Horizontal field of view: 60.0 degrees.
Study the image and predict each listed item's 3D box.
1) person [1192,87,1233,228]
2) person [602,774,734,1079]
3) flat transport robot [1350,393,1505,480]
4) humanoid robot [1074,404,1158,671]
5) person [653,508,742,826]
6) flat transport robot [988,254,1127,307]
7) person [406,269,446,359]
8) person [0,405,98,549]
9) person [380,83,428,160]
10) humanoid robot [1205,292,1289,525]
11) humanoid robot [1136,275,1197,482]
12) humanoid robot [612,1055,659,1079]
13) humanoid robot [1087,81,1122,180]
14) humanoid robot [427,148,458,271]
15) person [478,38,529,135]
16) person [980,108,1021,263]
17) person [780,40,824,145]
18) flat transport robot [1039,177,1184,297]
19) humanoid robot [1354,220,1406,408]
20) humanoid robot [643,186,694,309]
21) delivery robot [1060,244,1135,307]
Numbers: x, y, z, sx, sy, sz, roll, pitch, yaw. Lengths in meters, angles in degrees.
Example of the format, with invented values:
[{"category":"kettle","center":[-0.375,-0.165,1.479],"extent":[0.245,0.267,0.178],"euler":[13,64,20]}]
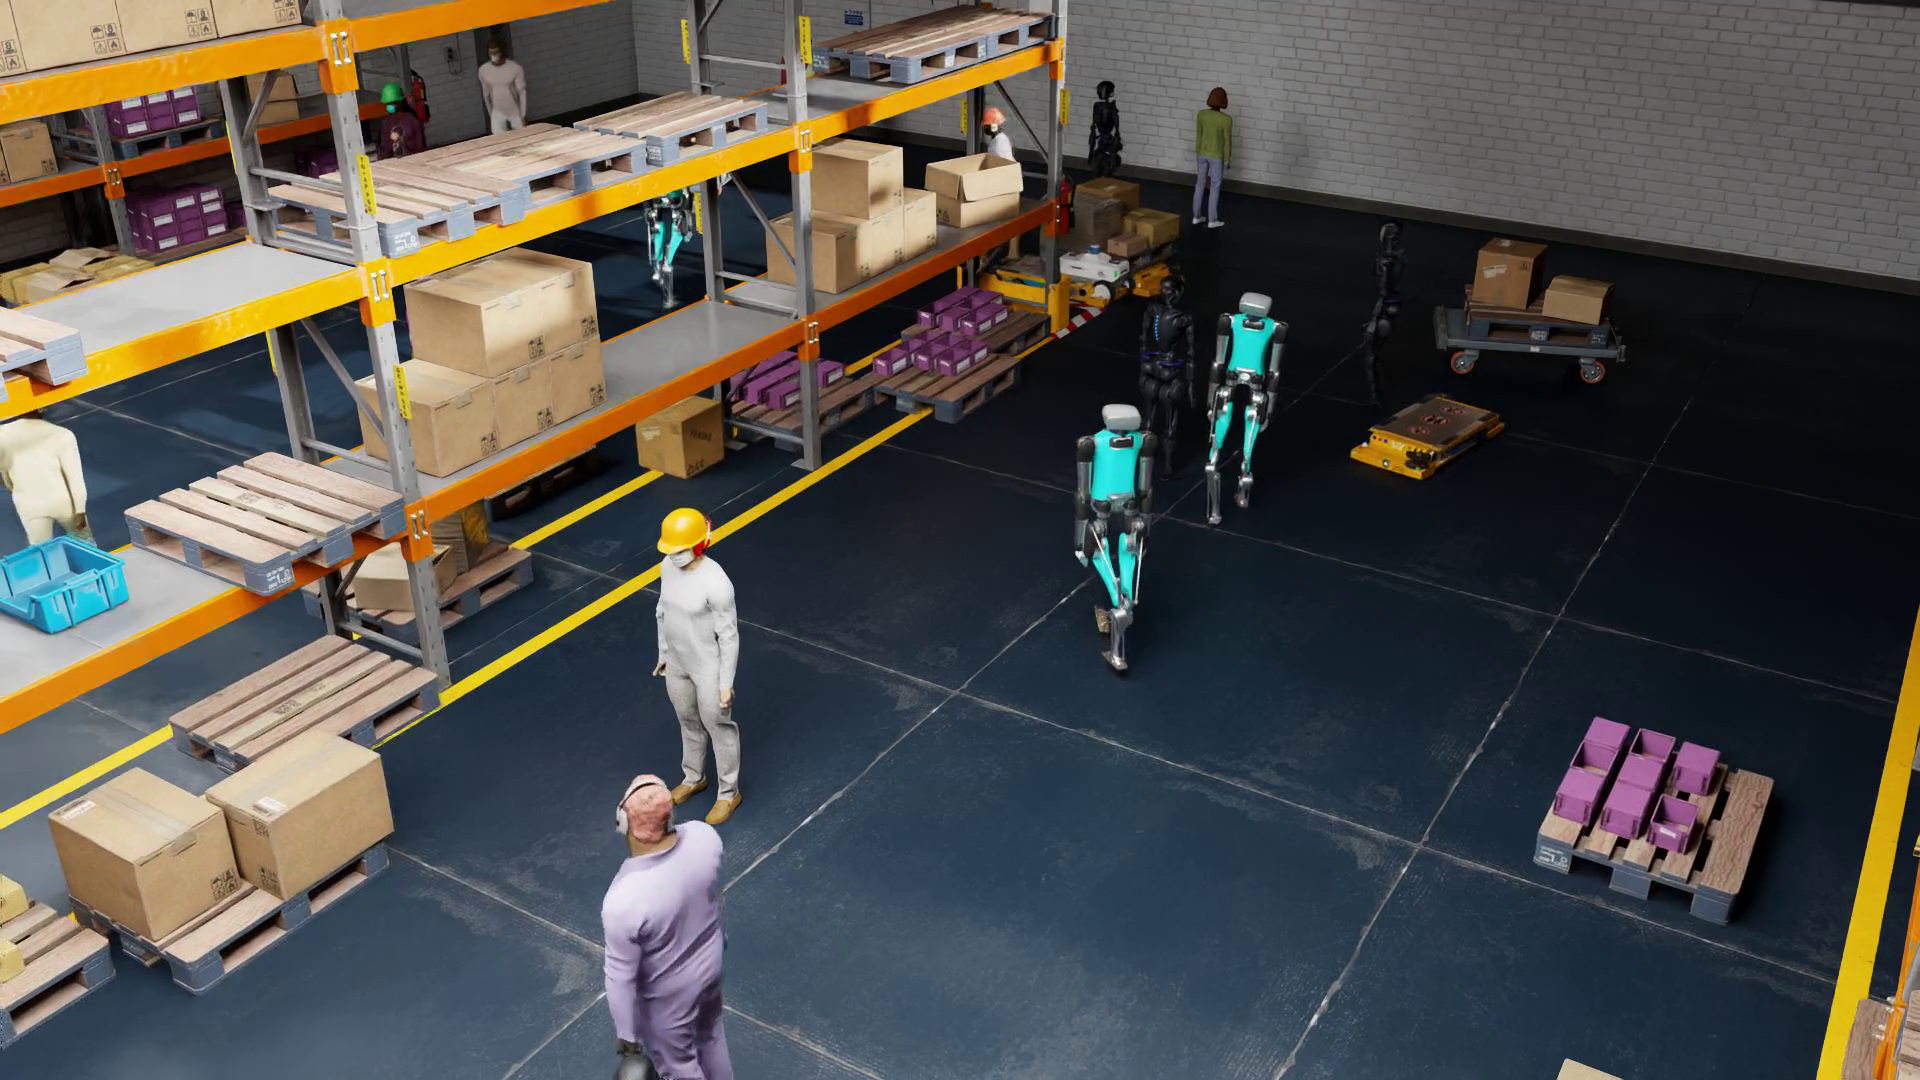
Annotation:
[{"category":"person","center":[2.968,-4.499,19.565],"extent":[0.494,1.626,0.284],"euler":[22,34,37]},{"category":"person","center":[-1.184,1.803,6.859],"extent":[0.437,1.888,0.720],"euler":[15,31,27]},{"category":"flat transport robot","center":[3.936,-0.880,13.931],"extent":[0.659,0.231,1.431],"euler":[23,35,37]},{"category":"humanoid robot","center":[1.021,0.035,10.485],"extent":[0.557,1.731,0.968],"euler":[-8,28,-16]},{"category":"person","center":[-1.440,0.676,9.077],"extent":[0.558,1.893,0.365],"euler":[18,32,32]},{"category":"flat transport robot","center":[1.043,-2.752,17.621],"extent":[1.431,0.231,0.659],"euler":[16,31,28]},{"category":"person","center":[-4.072,-1.350,13.117],"extent":[0.510,1.845,0.337],"euler":[-20,33,-34]},{"category":"person","center":[-6.121,-0.270,11.148],"extent":[0.558,1.702,0.881],"euler":[-4,27,-7]},{"category":"person","center":[-6.131,-4.032,18.304],"extent":[0.536,1.930,0.652],"euler":[6,28,12]},{"category":"humanoid robot","center":[2.088,-0.910,12.394],"extent":[0.568,1.787,0.887],"euler":[6,28,12]},{"category":"humanoid robot","center":[1.621,-1.295,13.184],"extent":[0.315,1.653,0.599],"euler":[-22,34,-36]},{"category":"humanoid robot","center":[-1.081,2.507,5.737],"extent":[0.610,1.642,0.570],"euler":[-5,27,-10]},{"category":"humanoid robot","center":[1.714,-4.589,19.684],"extent":[0.329,1.651,0.586],"euler":[-15,31,-27]},{"category":"humanoid robot","center":[-5.260,-3.197,17.000],"extent":[0.594,1.635,0.772],"euler":[-2,27,-3]},{"category":"person","center":[-5.723,-5.404,21.067],"extent":[0.626,1.893,1.028],"euler":[-1,27,-2]},{"category":"person","center":[0.365,-3.862,18.210],"extent":[0.690,1.715,0.563],"euler":[8,28,15]},{"category":"person","center":[-2.019,-5.677,21.662],"extent":[0.624,1.838,0.431],"euler":[-1,27,-2]},{"category":"flat transport robot","center":[1.644,-2.923,17.958],"extent":[1.431,0.231,0.659],"euler":[22,34,36]},{"category":"humanoid robot","center":[3.706,-1.973,14.532],"extent":[0.355,1.642,0.601],"euler":[10,29,19]},{"category":"humanoid robot","center":[-2.988,-3.108,16.728],"extent":[0.540,1.788,0.865],"euler":[6,28,12]},{"category":"delivery robot","center":[1.421,-2.771,17.346],"extent":[0.770,0.599,0.517],"euler":[17,31,29]}]
